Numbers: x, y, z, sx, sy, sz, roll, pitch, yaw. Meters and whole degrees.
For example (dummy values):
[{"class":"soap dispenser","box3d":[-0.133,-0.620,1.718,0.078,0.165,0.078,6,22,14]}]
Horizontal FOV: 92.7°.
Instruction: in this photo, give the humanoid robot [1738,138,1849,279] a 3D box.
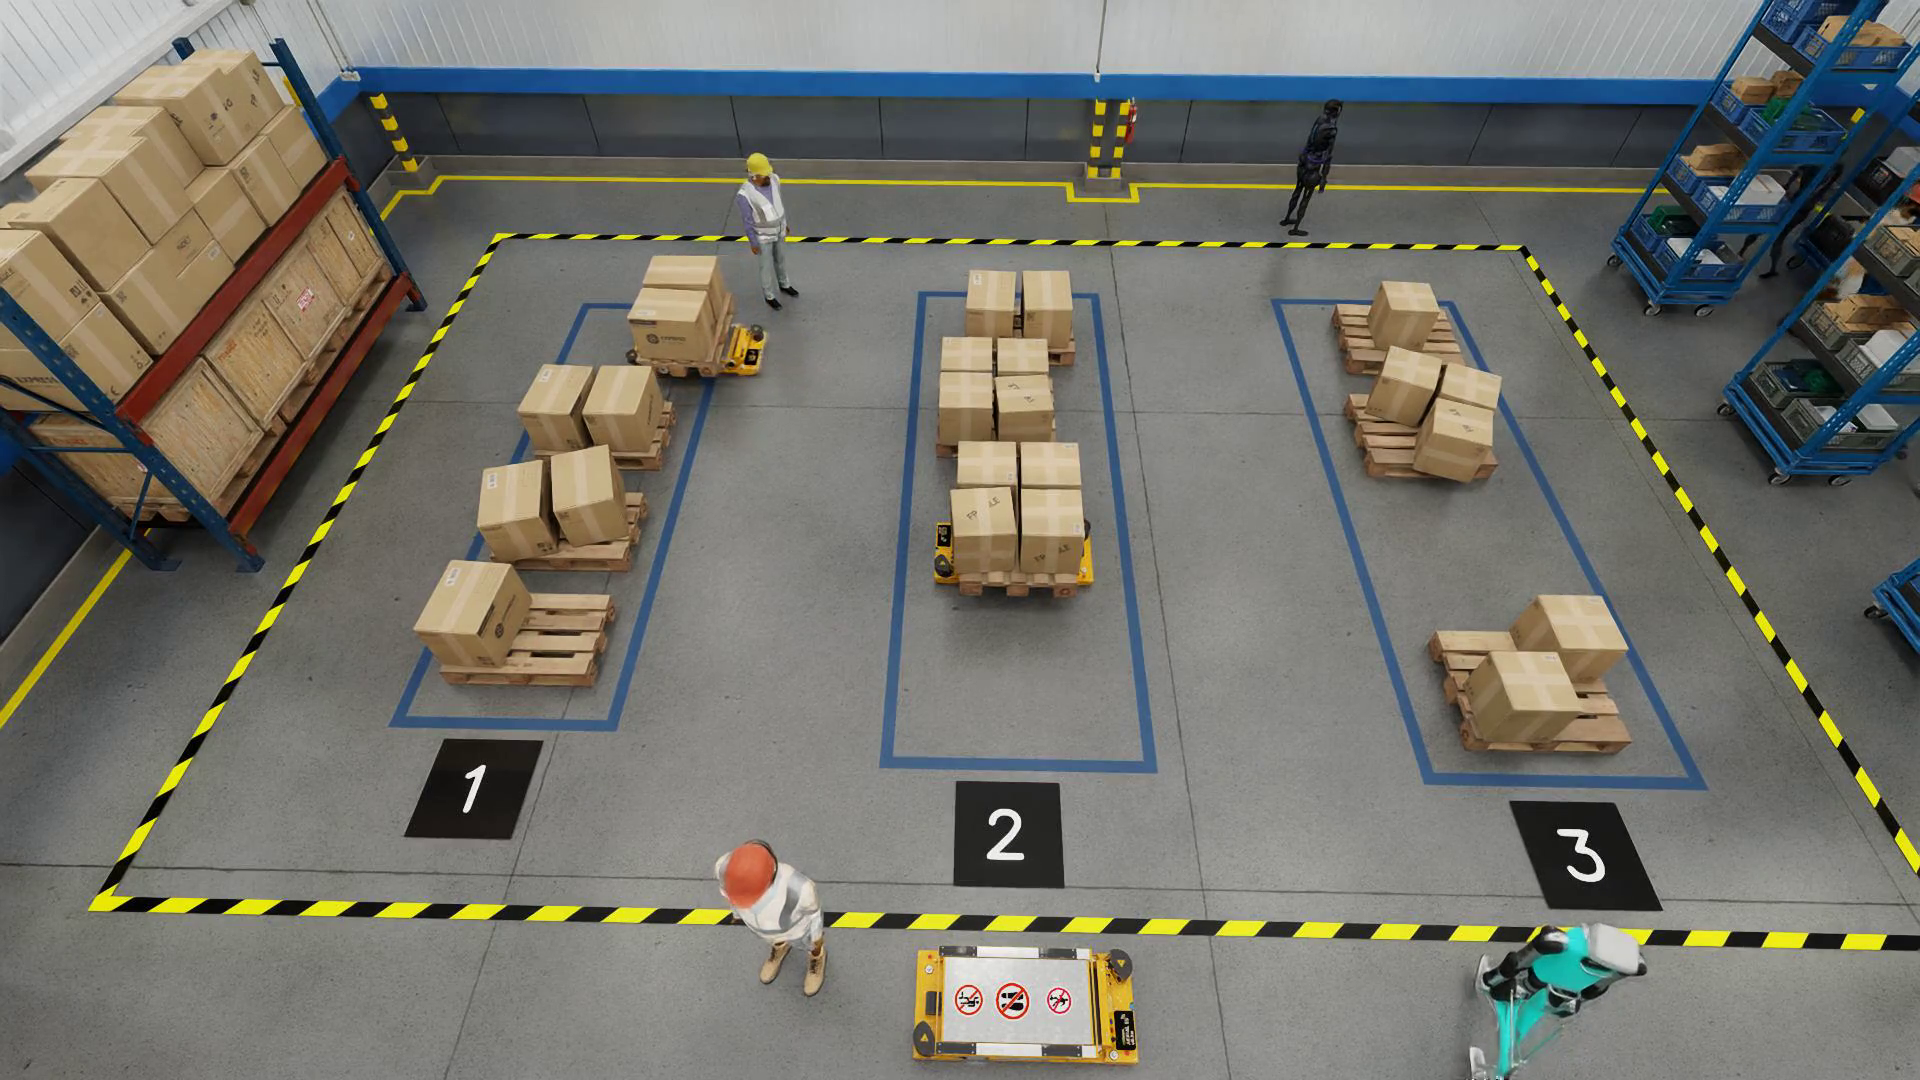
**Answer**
[{"class":"humanoid robot","box3d":[9.798,-3.893,10.771,0.603,1.633,0.728,1,51,1]}]

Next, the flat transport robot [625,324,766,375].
[{"class":"flat transport robot","box3d":[-2.934,-2.139,10.211,1.431,0.197,0.652,1,51,1]}]

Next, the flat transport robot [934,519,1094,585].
[{"class":"flat transport robot","box3d":[0.490,0.087,8.397,1.431,0.197,0.652,1,51,1]}]

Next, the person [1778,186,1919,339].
[{"class":"person","box3d":[9.712,-2.842,9.743,0.560,1.911,0.794,-26,55,-19]}]

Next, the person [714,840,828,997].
[{"class":"person","box3d":[-1.107,2.282,5.483,0.613,2.040,0.375,12,52,10]}]

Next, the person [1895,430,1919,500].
[{"class":"person","box3d":[9.462,-1.186,8.450,0.567,1.819,0.810,-3,51,-2]}]

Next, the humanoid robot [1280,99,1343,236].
[{"class":"humanoid robot","box3d":[4.359,-4.611,11.325,0.315,1.659,0.599,-7,51,-6]}]

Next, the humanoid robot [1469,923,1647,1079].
[{"class":"humanoid robot","box3d":[3.340,2.745,5.305,0.554,1.736,1.041,11,52,9]}]

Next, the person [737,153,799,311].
[{"class":"person","box3d":[-2.140,-3.470,10.306,0.404,1.828,0.602,30,57,22]}]

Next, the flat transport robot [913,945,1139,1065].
[{"class":"flat transport robot","box3d":[0.422,3.041,6.007,1.431,0.231,0.659,1,51,1]}]
